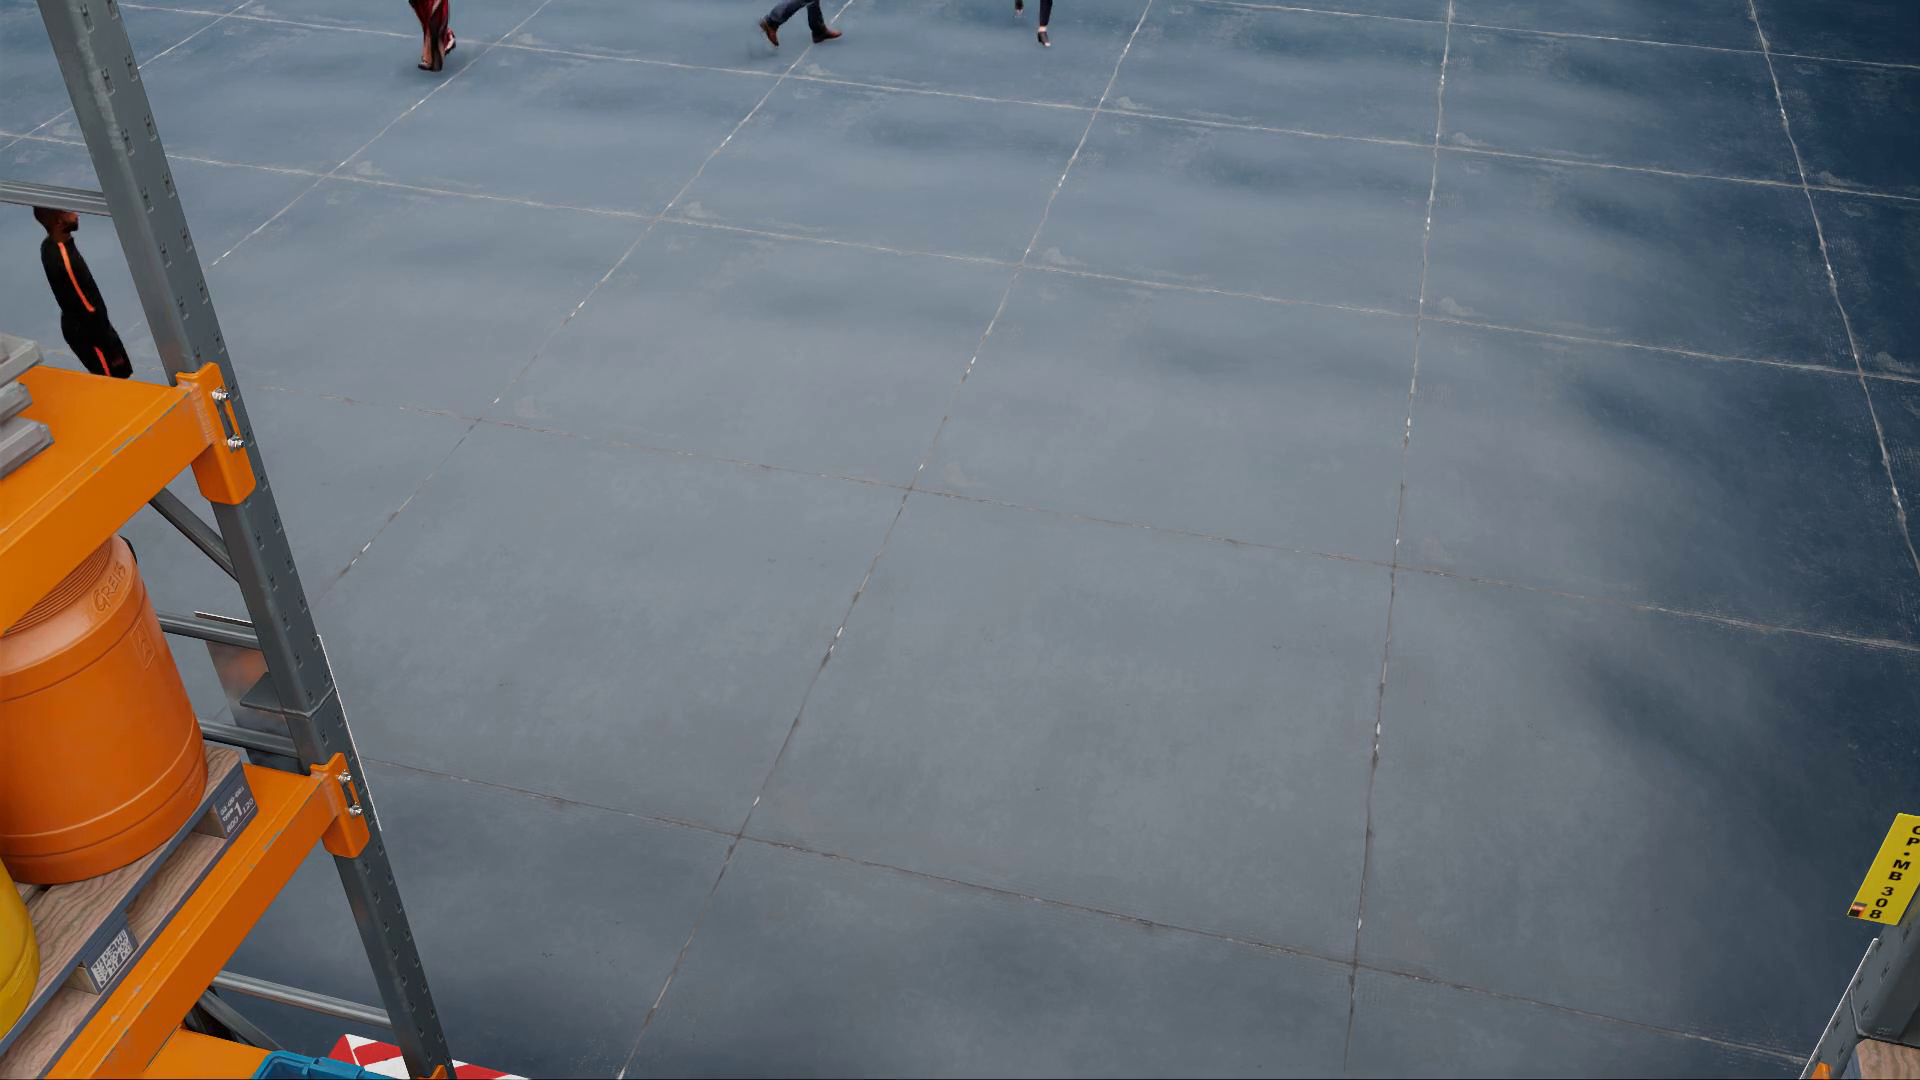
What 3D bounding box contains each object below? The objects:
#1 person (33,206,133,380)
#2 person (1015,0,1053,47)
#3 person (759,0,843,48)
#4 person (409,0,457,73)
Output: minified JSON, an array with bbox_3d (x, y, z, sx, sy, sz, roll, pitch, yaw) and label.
[{"bbox_3d":[-5.440,-1.239,10.203,0.974,1.790,0.916,-18,41,-22],"label":"person"},{"bbox_3d":[0.727,-5.645,15.886,0.961,1.727,1.083,-14,40,-17],"label":"person"},{"bbox_3d":[-1.556,-5.542,15.627,1.192,1.883,1.174,-16,41,-20],"label":"person"},{"bbox_3d":[-4.937,-5.213,15.448,0.619,1.587,1.037,9,39,11],"label":"person"}]
